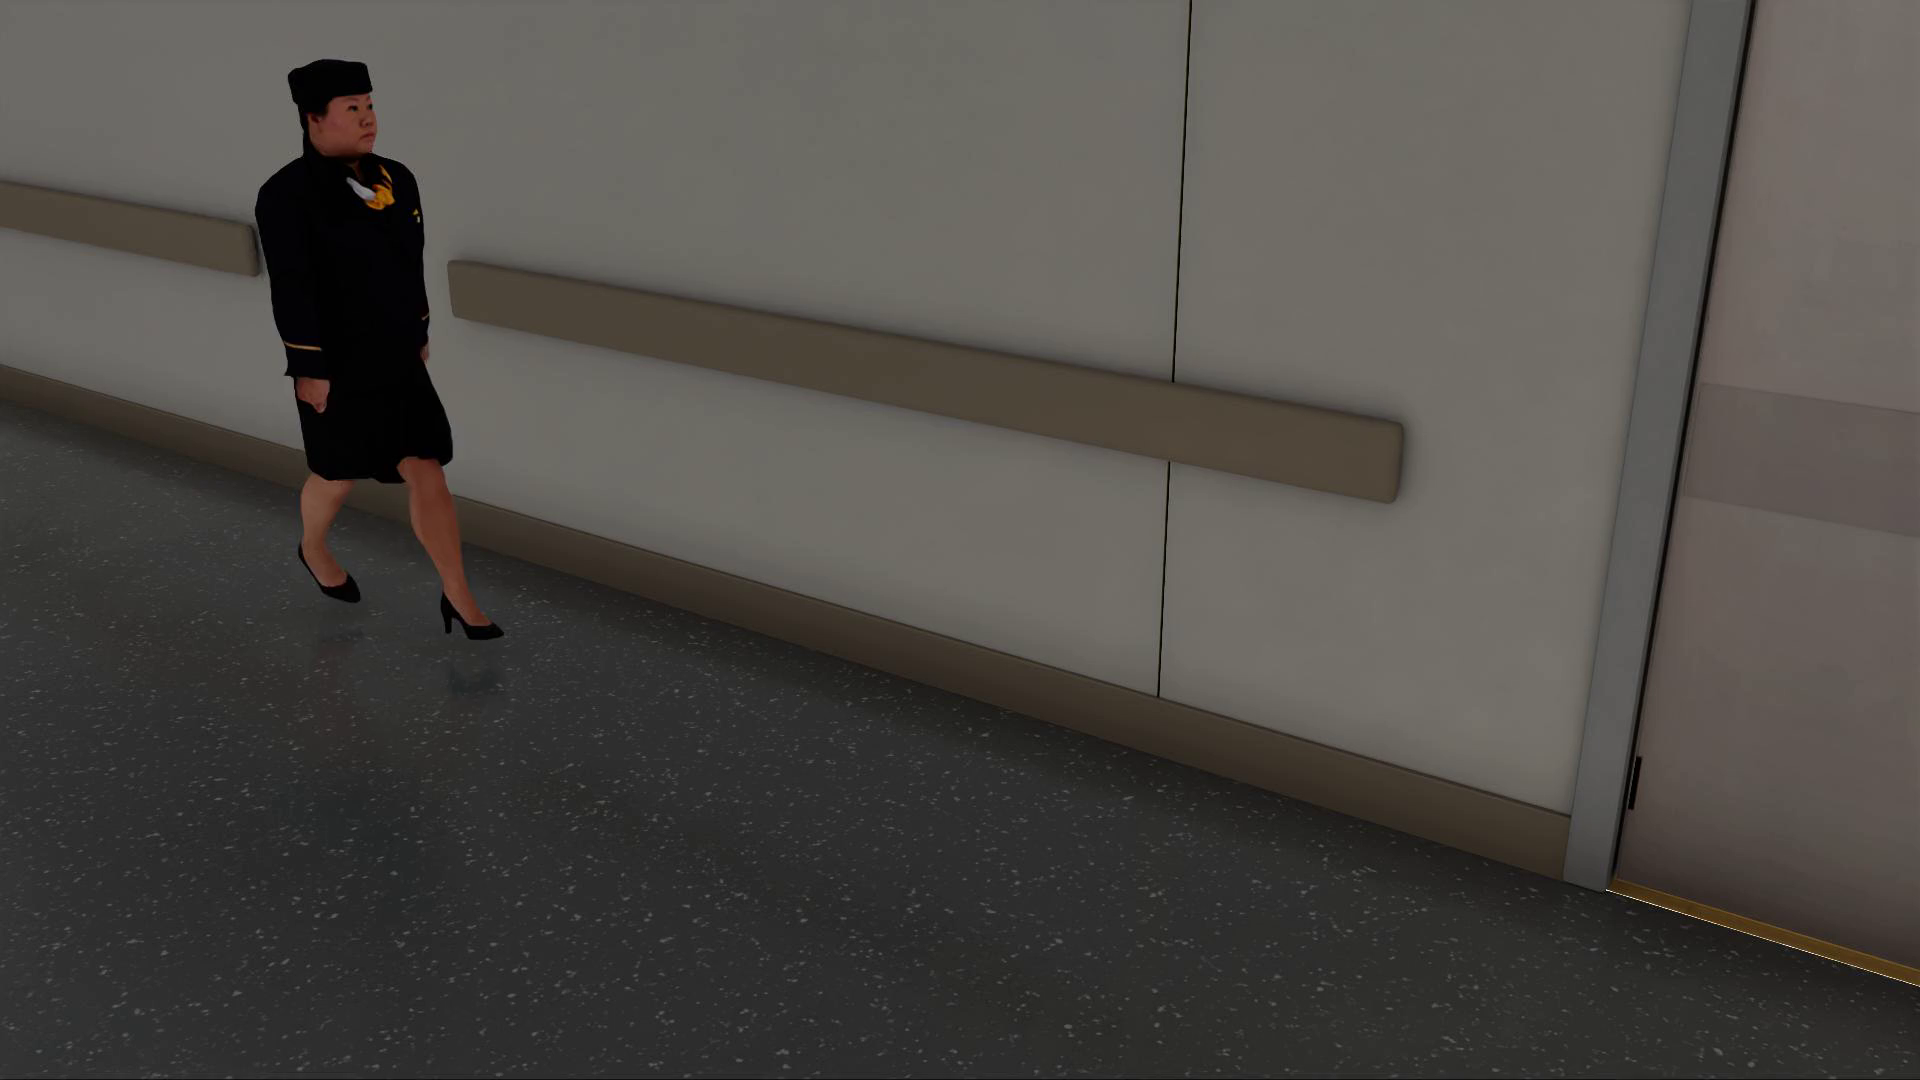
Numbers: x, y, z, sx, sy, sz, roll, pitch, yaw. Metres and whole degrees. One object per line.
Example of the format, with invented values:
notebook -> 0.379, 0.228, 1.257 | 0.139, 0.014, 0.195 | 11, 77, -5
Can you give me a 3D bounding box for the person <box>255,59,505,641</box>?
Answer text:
person -> -1.773, -0.499, 4.791 | 0.758, 1.631, 0.995 | 13, 24, 31
